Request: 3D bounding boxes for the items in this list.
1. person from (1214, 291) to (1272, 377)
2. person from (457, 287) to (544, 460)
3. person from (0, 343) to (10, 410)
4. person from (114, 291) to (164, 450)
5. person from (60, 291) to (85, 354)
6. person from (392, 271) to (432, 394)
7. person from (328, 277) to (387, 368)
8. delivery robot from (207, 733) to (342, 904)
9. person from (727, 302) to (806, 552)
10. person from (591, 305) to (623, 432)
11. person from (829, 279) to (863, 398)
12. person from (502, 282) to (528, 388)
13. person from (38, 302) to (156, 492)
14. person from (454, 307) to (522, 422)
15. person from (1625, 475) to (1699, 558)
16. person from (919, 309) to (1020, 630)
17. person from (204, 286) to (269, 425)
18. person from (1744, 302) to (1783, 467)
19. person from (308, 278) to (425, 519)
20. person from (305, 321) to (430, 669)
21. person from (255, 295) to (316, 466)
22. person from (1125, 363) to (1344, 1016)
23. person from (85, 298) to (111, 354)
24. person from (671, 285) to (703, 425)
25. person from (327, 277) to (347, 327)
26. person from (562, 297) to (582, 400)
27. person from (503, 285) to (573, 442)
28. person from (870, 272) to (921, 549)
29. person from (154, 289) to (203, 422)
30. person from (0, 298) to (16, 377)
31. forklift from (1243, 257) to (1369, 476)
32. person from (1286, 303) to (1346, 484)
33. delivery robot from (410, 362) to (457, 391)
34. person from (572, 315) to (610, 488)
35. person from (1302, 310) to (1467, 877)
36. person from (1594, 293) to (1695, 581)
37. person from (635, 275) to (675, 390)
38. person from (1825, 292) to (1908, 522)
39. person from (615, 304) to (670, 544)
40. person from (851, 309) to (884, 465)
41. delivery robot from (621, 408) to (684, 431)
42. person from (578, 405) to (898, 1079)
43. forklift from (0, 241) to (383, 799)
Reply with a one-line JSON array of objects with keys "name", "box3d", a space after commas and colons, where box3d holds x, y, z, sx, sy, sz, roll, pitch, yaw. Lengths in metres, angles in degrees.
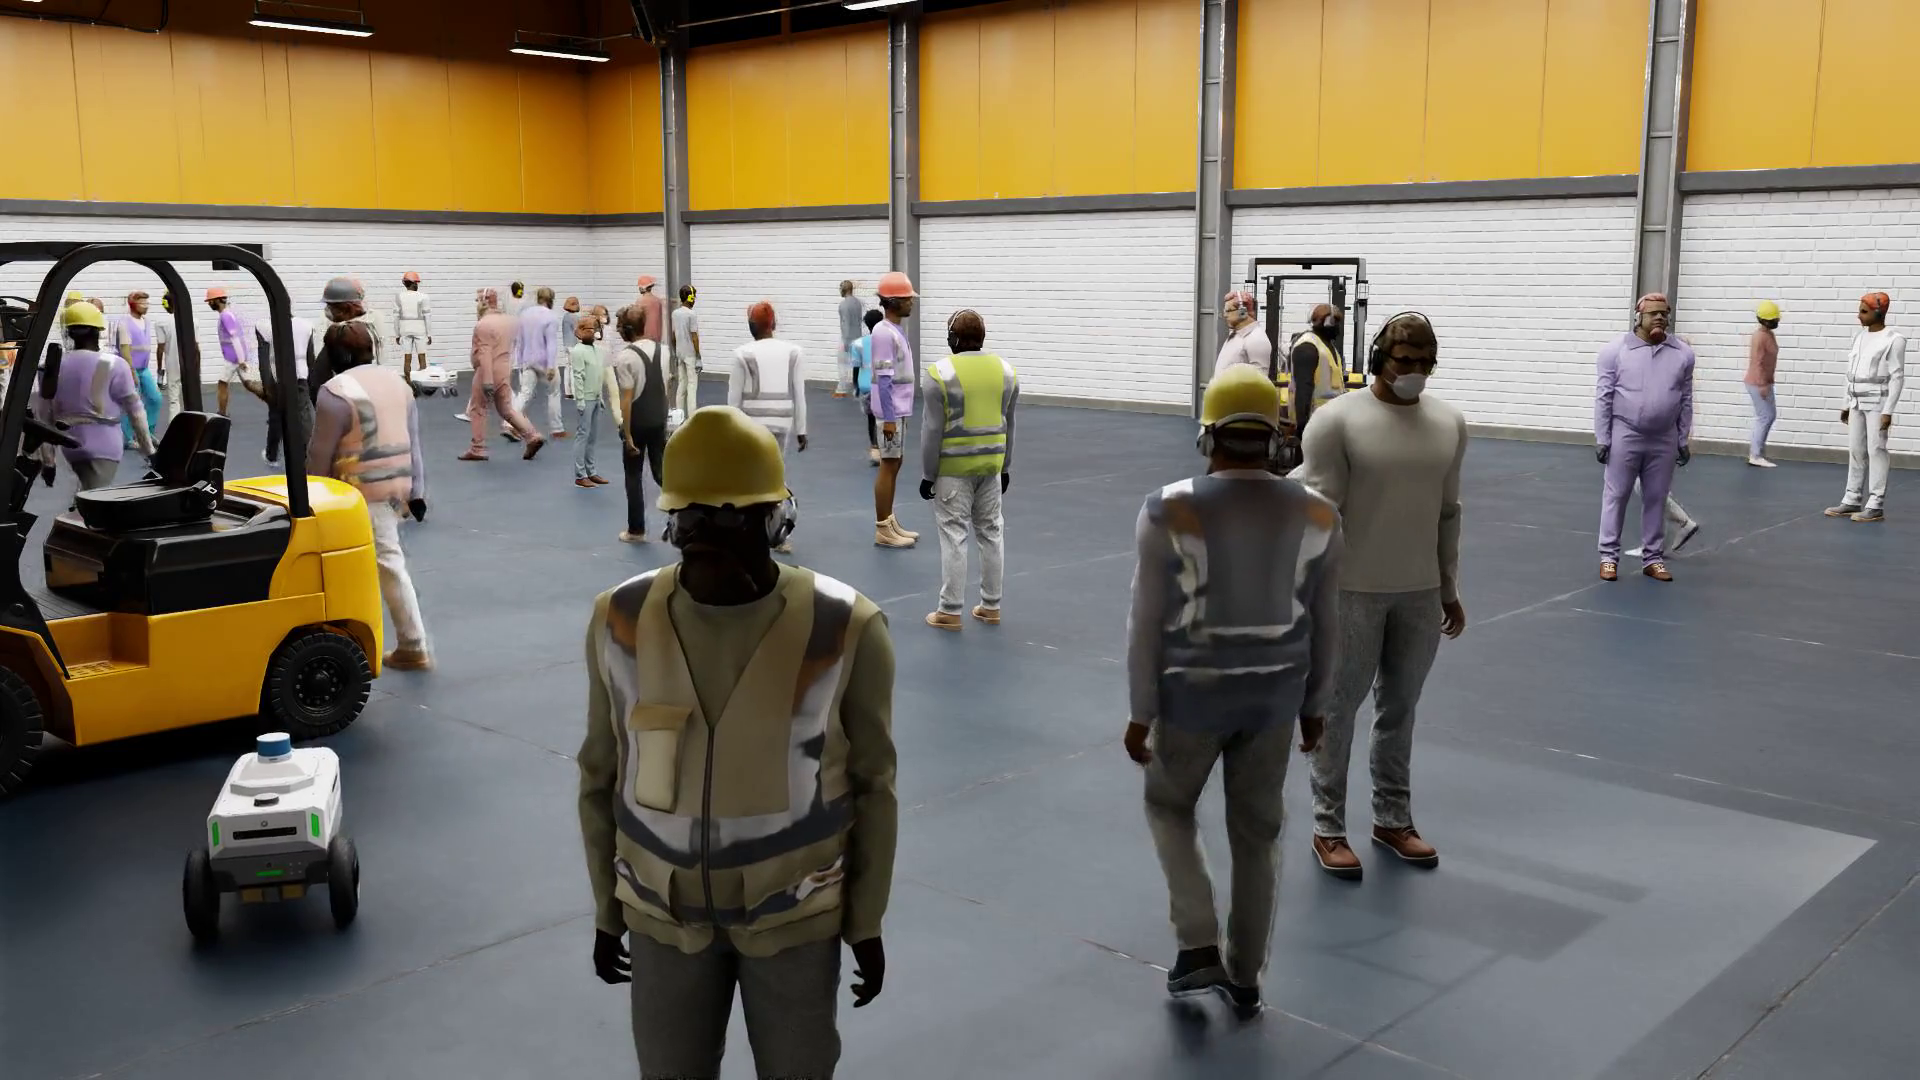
[{"name": "person", "box3d": [2.182, -0.997, 13.058, 0.406, 1.902, 0.638, -1, 9, -9]}, {"name": "person", "box3d": [-4.987, -1.783, 17.929, 0.894, 1.875, 0.647, 2, 9, 11]}, {"name": "person", "box3d": [-8.301, -1.172, 14.009, 0.547, 1.938, 0.377, -3, 10, -16]}, {"name": "person", "box3d": [-9.389, -1.931, 19.040, 0.603, 1.816, 0.625, 0, 9, 0]}, {"name": "person", "box3d": [-13.559, -2.958, 25.583, 0.483, 1.735, 0.311, 3, 10, 15]}, {"name": "person", "box3d": [-9.046, -3.427, 27.529, 0.609, 2.040, 0.394, 0, 9, -3]}, {"name": "person", "box3d": [-6.780, -1.962, 18.734, 0.642, 1.974, 0.453, -2, 10, -15]}, {"name": "delivery robot", "box3d": [-2.223, 0.872, 5.421, 0.477, 0.478, 0.707, -3, 10, -16]}, {"name": "person", "box3d": [-1.458, -0.848, 12.383, 0.584, 1.827, 1.005, -5, 11, -28]}, {"name": "person", "box3d": [-4.468, -2.144, 20.982, 0.775, 1.603, 0.517, 7, 12, 38]}, {"name": "person", "box3d": [-1.664, -3.190, 26.499, 0.870, 1.912, 0.637, 4, 10, 24]}, {"name": "person", "box3d": [-7.704, -3.518, 28.780, 0.573, 1.853, 0.599, 3, 10, 15]}, {"name": "person", "box3d": [-5.529, -0.573, 10.582, 0.594, 1.869, 1.030, 2, 9, 10]}, {"name": "person", "box3d": [-6.364, -2.376, 22.469, 0.904, 1.590, 0.510, 0, 9, 2]}, {"name": "person", "box3d": [4.997, -0.660, 11.823, 0.415, 1.617, 0.542, 4, 10, 26]}, {"name": "person", "box3d": [0.031, -0.402, 9.590, 0.625, 1.844, 0.429, -6, 11, -32]}, {"name": "person", "box3d": [-9.478, -2.424, 21.962, 1.003, 1.871, 0.558, -2, 9, -13]}, {"name": "person", "box3d": [8.397, -1.615, 17.377, 0.355, 1.728, 0.554, 8, 12, 40]}, {"name": "person", "box3d": [-4.798, -1.108, 13.308, 0.839, 2.000, 0.681, -3, 10, -18]}, {"name": "person", "box3d": [-3.162, -0.228, 8.651, 0.913, 1.793, 0.624, 2, 10, 15]}, {"name": "person", "box3d": [-6.968, -1.659, 17.233, 0.622, 1.860, 1.027, -8, 12, -39]}, {"name": "person", "box3d": [0.746, 0.424, 4.599, 0.615, 1.814, 0.436, -1, 9, -8]}, {"name": "person", "box3d": [-12.817, -2.778, 24.779, 0.306, 1.637, 0.524, 1, 9, 4]}, {"name": "person", "box3d": [-3.489, -2.335, 21.374, 0.517, 1.865, 0.328, 9, 13, 42]}, {"name": "person", "box3d": [-10.019, -3.313, 27.139, 0.551, 1.935, 0.371, 1, 9, 7]}, {"name": "person", "box3d": [-6.133, -3.037, 26.373, 0.282, 1.634, 0.498, -7, 12, -38]}, {"name": "person", "box3d": [-5.129, -2.112, 19.986, 0.655, 1.892, 0.964, 5, 11, 30]}, {"name": "person", "box3d": [-0.474, -0.964, 12.409, 0.376, 2.042, 0.615, 1, 9, 6]}, {"name": "person", "box3d": [-8.685, -1.857, 18.503, 0.369, 1.861, 0.510, 8, 12, 40]}, {"name": "person", "box3d": [-12.406, -2.279, 21.534, 0.320, 1.695, 0.538, 1, 9, 4]}, {"name": "forklift", "box3d": [3.309, -1.629, 16.029, 1.214, 2.155, 2.313, 2, 9, 11]}, {"name": "person", "box3d": [2.719, -0.935, 12.949, 0.554, 1.811, 0.640, 6, 11, 31]}, {"name": "delivery robot", "box3d": [-8.511, -2.629, 26.885, 0.707, 0.478, 0.477, 2, 9, 14]}, {"name": "person", "box3d": [-3.529, -1.321, 15.857, 0.267, 1.632, 0.507, 2, 9, 12]}, {"name": "person", "box3d": [1.461, 0.183, 5.725, 0.627, 1.934, 0.371, -3, 10, -19]}, {"name": "person", "box3d": [4.544, -0.676, 11.052, 0.643, 1.913, 0.410, 0, 9, 2]}, {"name": "person", "box3d": [-5.120, -3.389, 27.503, 0.619, 1.977, 0.618, 5, 10, 26]}, {"name": "person", "box3d": [7.481, -1.093, 13.691, 0.354, 1.886, 0.572, -1, 9, -9]}, {"name": "person", "box3d": [-2.290, -0.835, 12.333, 0.764, 1.818, 0.536, 9, 13, 42]}, {"name": "person", "box3d": [-0.897, -1.631, 17.703, 0.533, 1.653, 0.892, 2, 9, 10]}, {"name": "delivery robot", "box3d": [-3.597, -1.418, 19.461, 0.707, 0.478, 0.477, -3, 10, -17]}, {"name": "person", "box3d": [-0.412, 0.666, 3.064, 0.591, 1.834, 0.404, 1, 9, 6]}, {"name": "forklift", "box3d": [-3.706, -0.171, 7.093, 1.214, 2.155, 2.313, 9, 13, 43]}]
